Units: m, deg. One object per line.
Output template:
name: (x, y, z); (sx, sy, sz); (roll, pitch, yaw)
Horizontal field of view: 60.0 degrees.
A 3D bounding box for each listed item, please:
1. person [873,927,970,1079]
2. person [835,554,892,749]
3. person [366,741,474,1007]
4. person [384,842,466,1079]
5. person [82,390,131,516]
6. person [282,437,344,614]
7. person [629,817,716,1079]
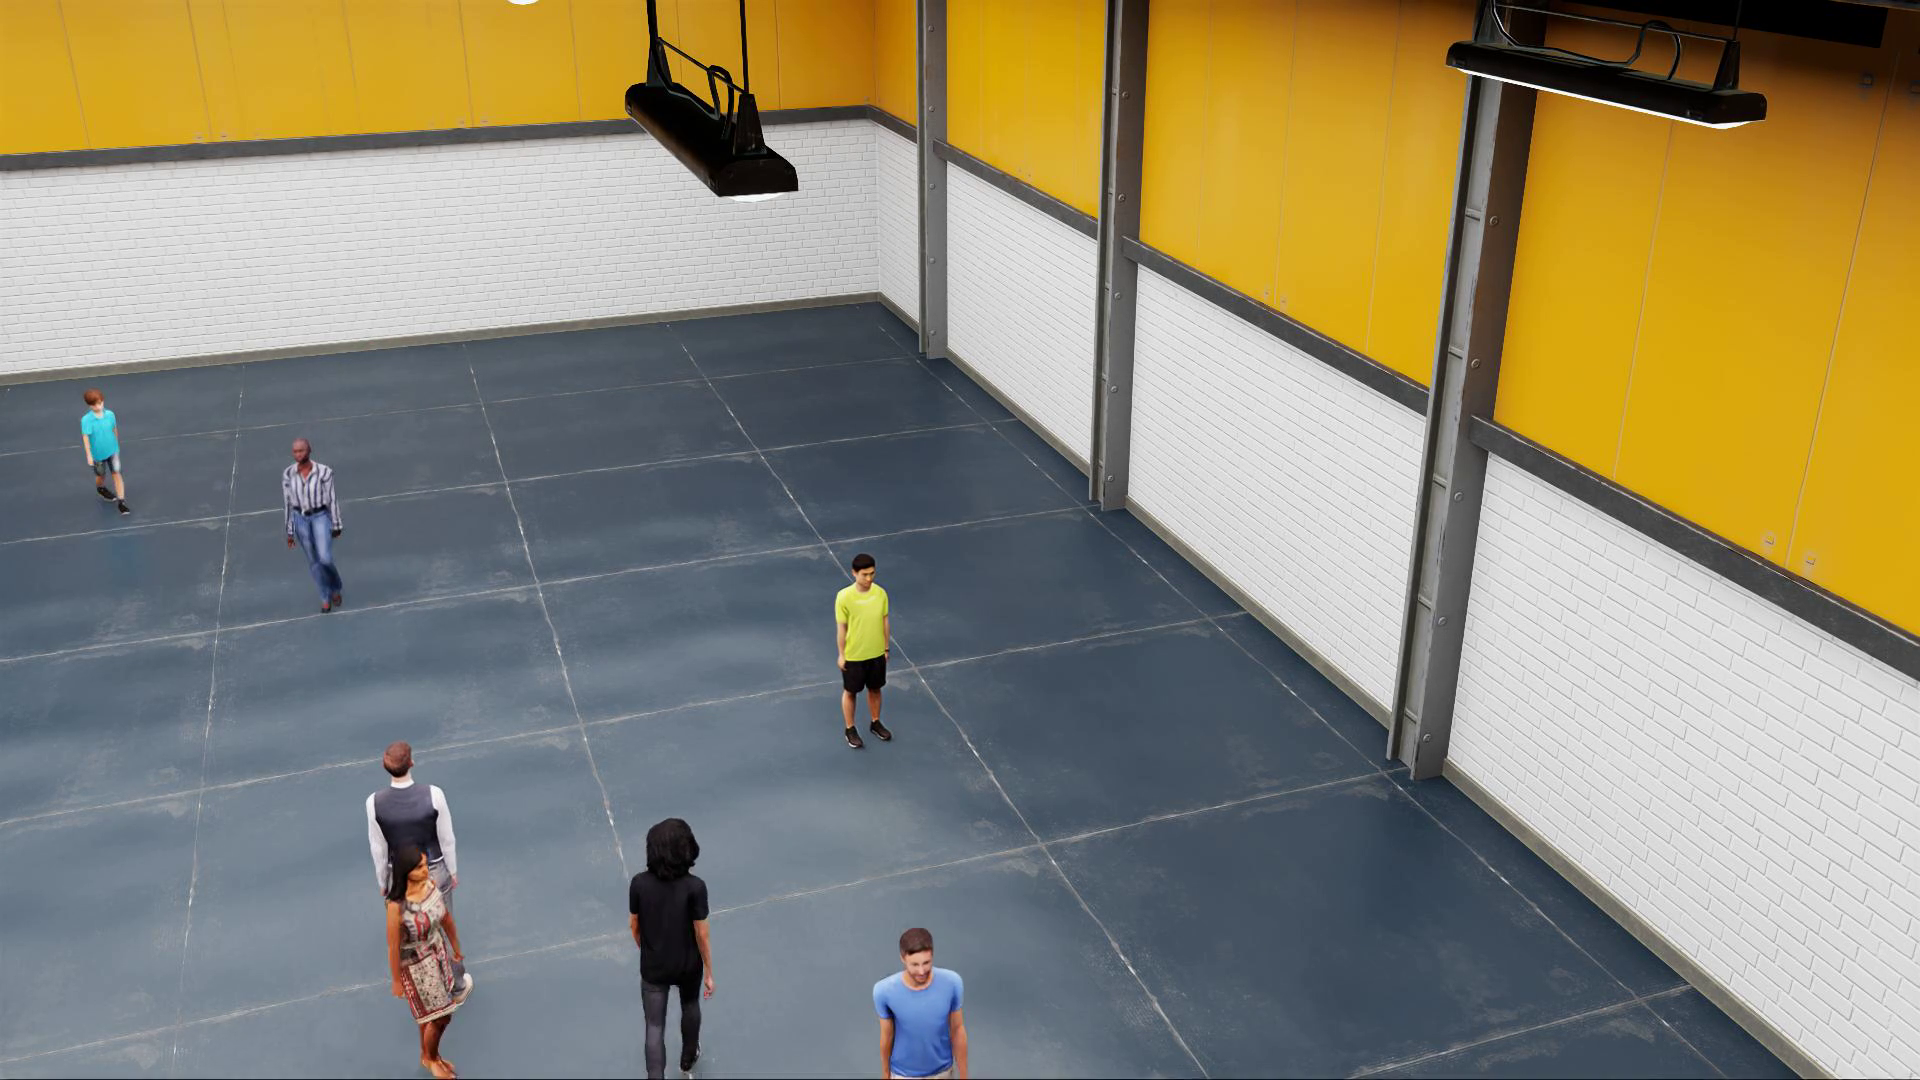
person: (-0.221, 2.822, 9.041); (0.732, 1.842, 1.220); (-6, 24, -14)
person: (-0.809, 0.885, 13.642); (0.615, 1.706, 0.536); (-10, 26, -22)
person: (-3.430, 2.125, 10.517); (0.682, 1.937, 0.613); (-5, 24, -12)
person: (-3.299, 2.517, 9.998); (0.868, 1.636, 0.804); (8, 25, 18)
person: (-9.453, -1.002, 18.343); (0.761, 1.400, 1.065); (-19, 30, -37)
person: (-6.177, -0.159, 15.936); (0.702, 1.782, 0.707); (-2, 24, -5)
person: (-1.713, 2.549, 9.745); (0.852, 1.780, 1.132); (-3, 24, -6)
